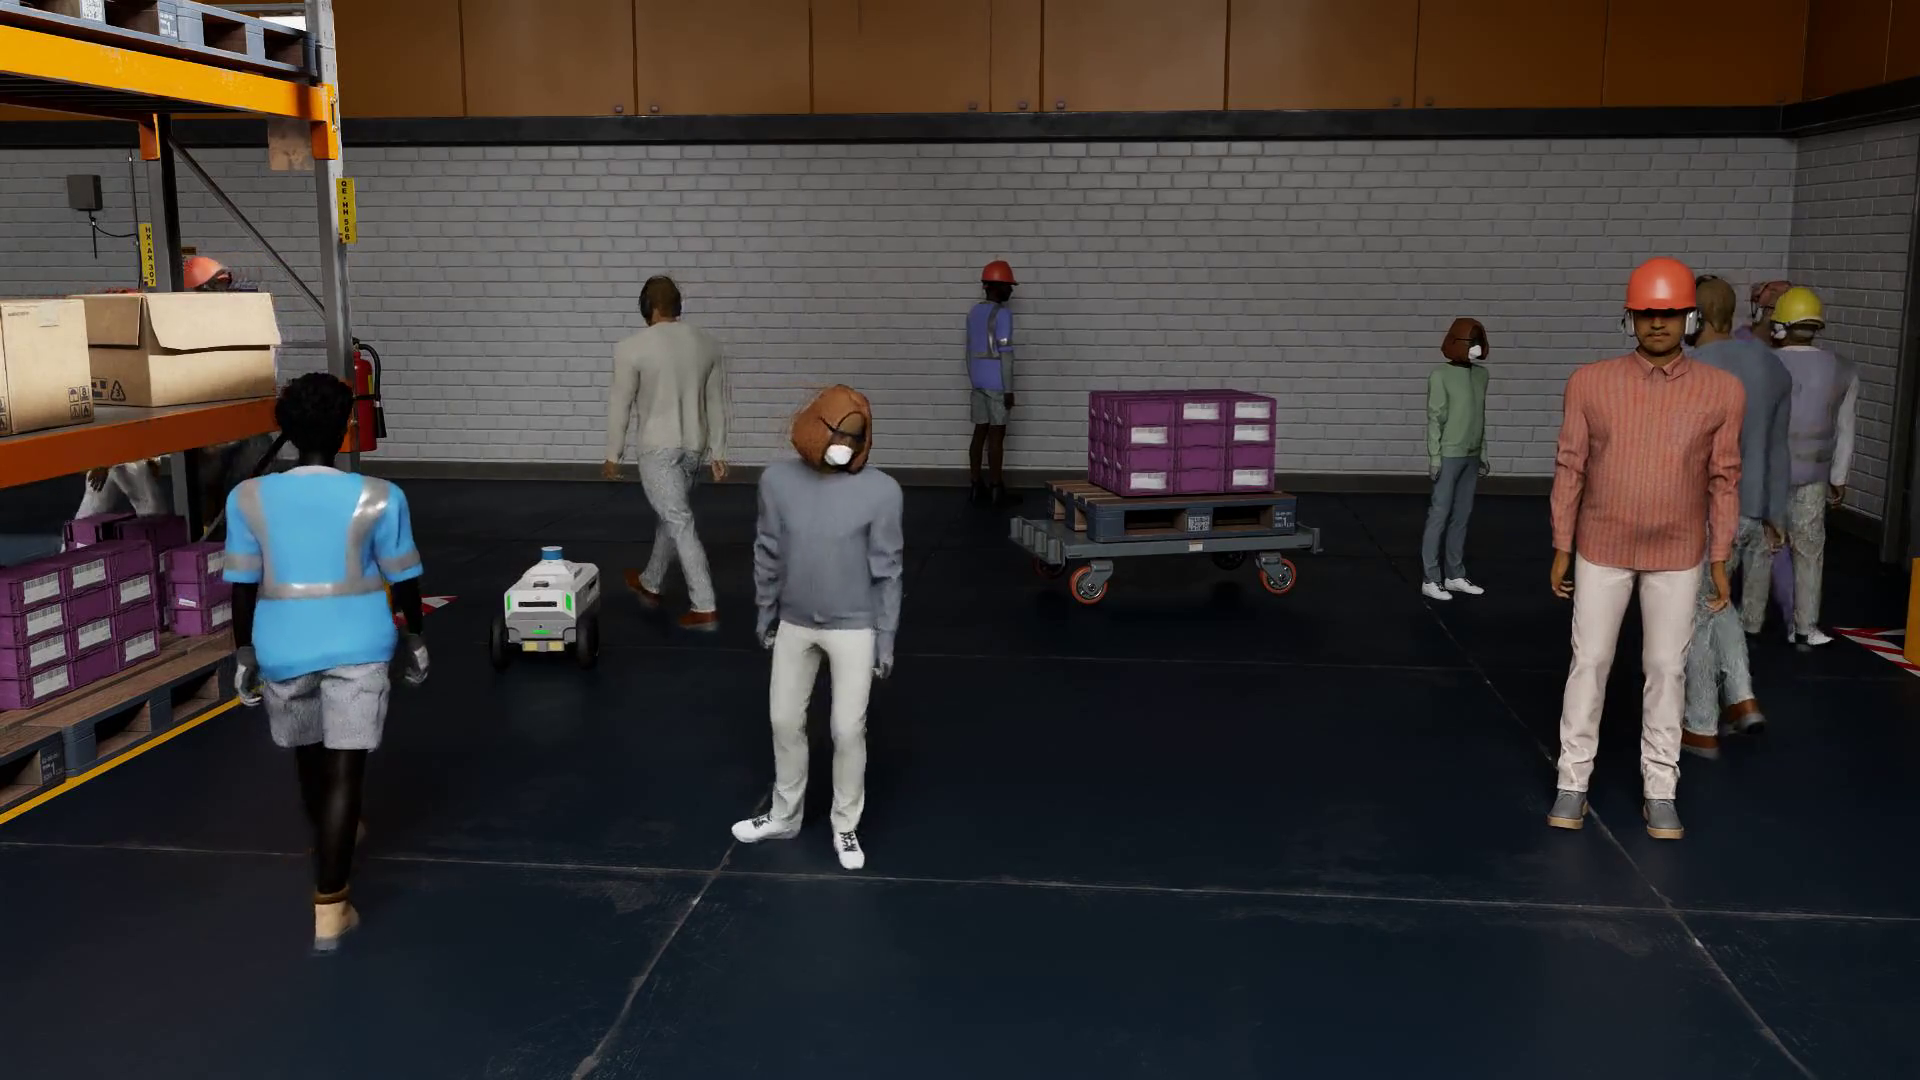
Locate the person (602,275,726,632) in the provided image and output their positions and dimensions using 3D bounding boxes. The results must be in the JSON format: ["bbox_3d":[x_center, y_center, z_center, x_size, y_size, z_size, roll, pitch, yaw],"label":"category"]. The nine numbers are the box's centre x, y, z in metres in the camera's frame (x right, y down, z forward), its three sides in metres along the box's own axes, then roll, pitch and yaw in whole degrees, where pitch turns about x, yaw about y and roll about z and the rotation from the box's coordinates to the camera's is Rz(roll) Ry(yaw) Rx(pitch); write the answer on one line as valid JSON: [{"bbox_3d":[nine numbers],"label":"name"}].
[{"bbox_3d":[-1.596,-0.476,9.000,0.633,1.876,1.053,-10,14,-43],"label":"person"}]

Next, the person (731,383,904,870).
[{"bbox_3d":[-0.460,0.284,5.422,0.608,1.604,0.406,3,10,17],"label":"person"}]

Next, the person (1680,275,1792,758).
[{"bbox_3d":[2.965,-0.082,6.633,0.654,1.920,0.434,-3,10,-19],"label":"person"}]

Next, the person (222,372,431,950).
[{"bbox_3d":[-1.881,0.323,5.042,0.547,1.650,0.856,-1,10,-5],"label":"person"}]

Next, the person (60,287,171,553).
[{"bbox_3d":[-4.610,-0.478,9.196,1.026,1.820,0.594,-6,11,-30],"label":"person"}]

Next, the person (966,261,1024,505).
[{"bbox_3d":[0.269,-1.249,13.265,0.376,1.934,0.545,-7,12,-33],"label":"person"}]

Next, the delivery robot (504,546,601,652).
[{"bbox_3d":[-2.007,0.274,8.225,0.477,0.478,0.707,0,10,-1],"label":"delivery robot"}]

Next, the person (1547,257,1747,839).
[{"bbox_3d":[2.345,0.036,5.733,0.608,1.996,0.379,4,11,19],"label":"person"}]

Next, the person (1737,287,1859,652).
[{"bbox_3d":[4.162,-0.346,8.384,0.600,1.832,0.404,2,10,9],"label":"person"}]

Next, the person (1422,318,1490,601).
[{"bbox_3d":[2.901,-0.473,9.684,0.508,1.632,0.270,-7,12,-36],"label":"person"}]

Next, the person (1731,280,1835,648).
[{"bbox_3d":[4.125,-0.389,8.554,0.646,1.863,0.864,-1,10,-8],"label":"person"}]

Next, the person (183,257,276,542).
[{"bbox_3d":[-4.380,-0.678,9.889,1.021,1.967,0.624,5,11,28],"label":"person"}]
